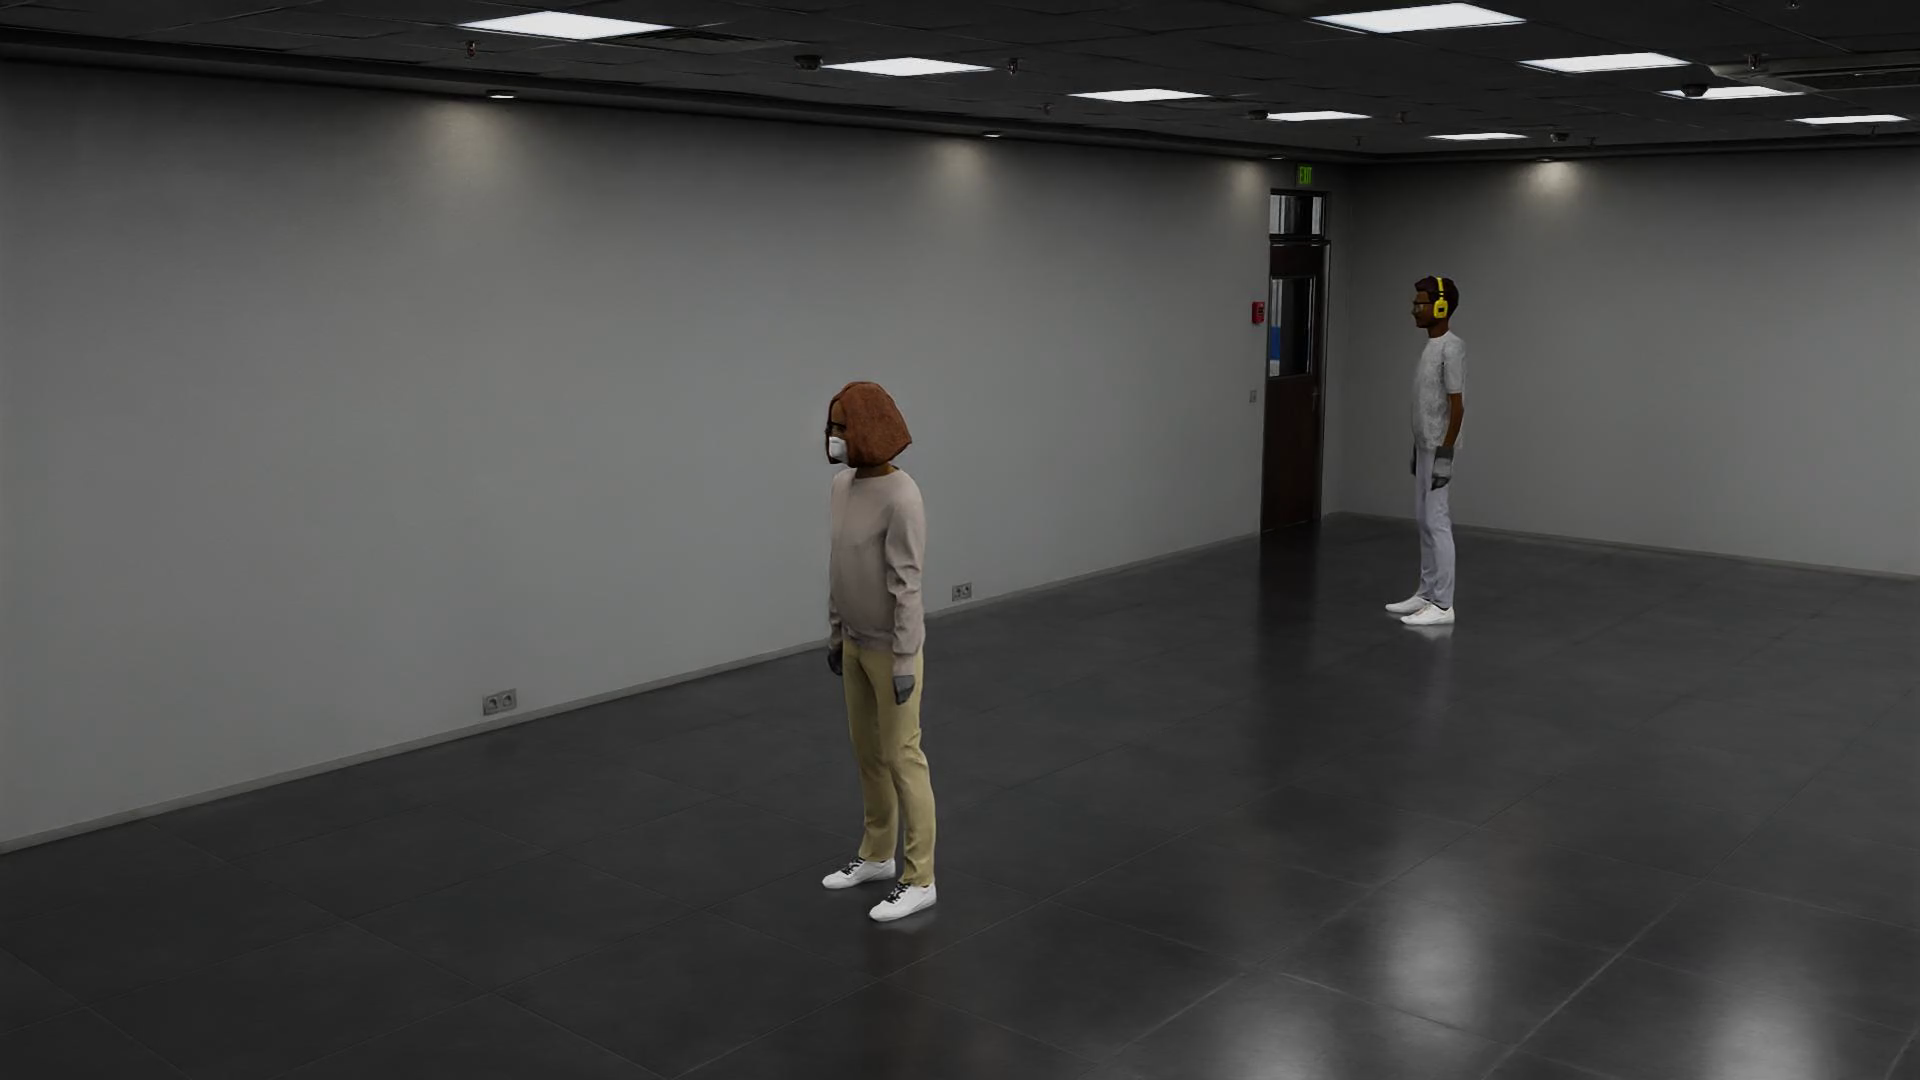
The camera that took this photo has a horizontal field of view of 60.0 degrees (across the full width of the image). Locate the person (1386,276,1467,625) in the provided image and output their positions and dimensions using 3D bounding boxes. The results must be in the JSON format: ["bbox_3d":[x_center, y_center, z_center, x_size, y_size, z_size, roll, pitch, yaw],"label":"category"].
[{"bbox_3d":[2.532,-0.475,8.953,0.314,1.869,0.535,0,10,1],"label":"person"}]

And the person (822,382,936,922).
[{"bbox_3d":[-0.259,0.331,5.060,0.288,1.626,0.497,-6,12,-30],"label":"person"}]
